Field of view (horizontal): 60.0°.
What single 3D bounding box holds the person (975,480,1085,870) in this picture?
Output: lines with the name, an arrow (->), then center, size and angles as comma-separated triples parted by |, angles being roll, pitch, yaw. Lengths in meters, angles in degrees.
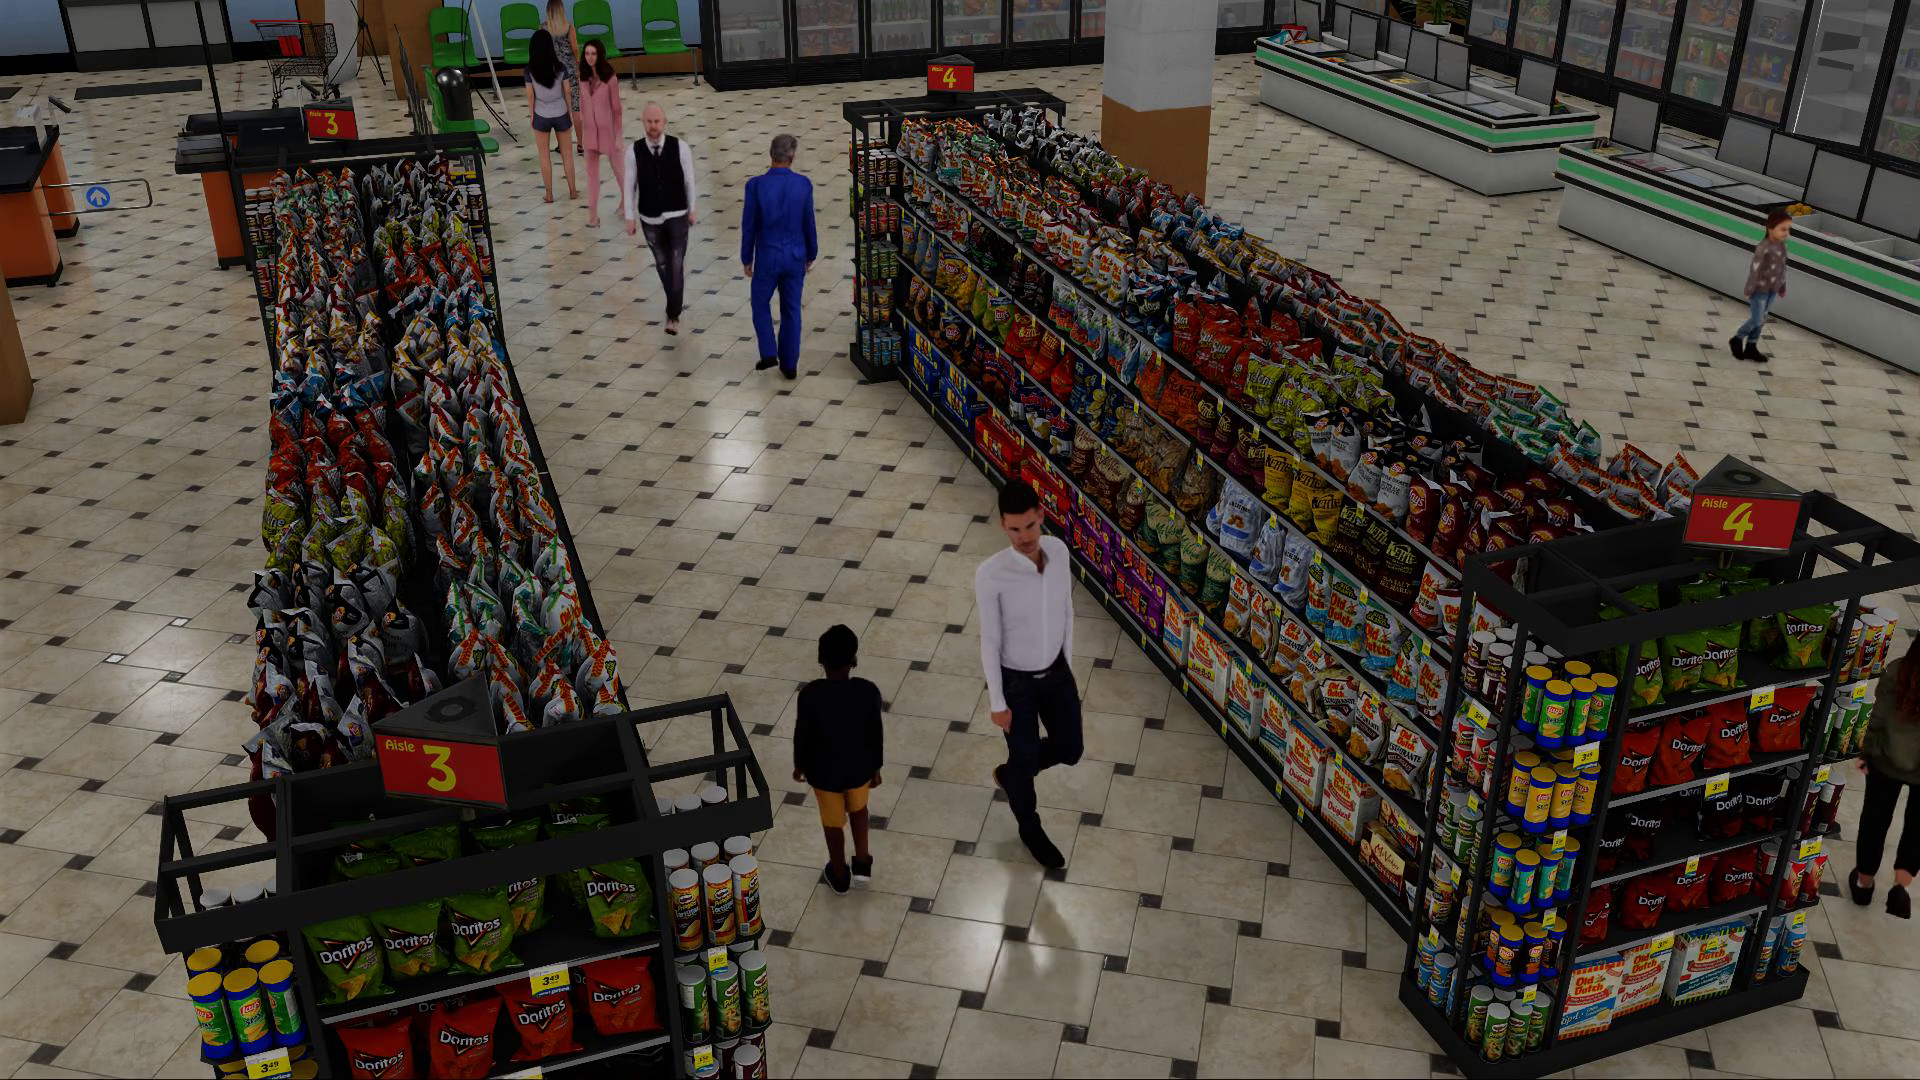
person -> 0.240, 0.540, 7.148 | 0.744, 1.846, 0.828 | -18, 32, -31

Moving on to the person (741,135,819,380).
person -> -1.298, -2.043, 12.298 | 0.770, 1.794, 0.678 | -8, 28, -15

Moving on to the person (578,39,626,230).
person -> -3.390, -3.902, 16.019 | 1.061, 1.743, 1.244 | 6, 28, 12

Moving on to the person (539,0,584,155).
person -> -4.451, -5.197, 18.616 | 0.614, 1.706, 0.580 | -2, 27, -4

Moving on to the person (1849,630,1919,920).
person -> 3.888, 0.940, 6.774 | 0.795, 1.471, 0.857 | 11, 29, 21

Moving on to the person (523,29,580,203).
person -> -4.146, -4.295, 16.837 | 0.588, 1.706, 0.512 | -9, 28, -17

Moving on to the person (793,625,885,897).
person -> -0.487, 0.965, 6.956 | 0.515, 1.260, 0.556 | -9, 28, -18

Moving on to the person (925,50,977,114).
person -> -0.080, -3.394, 14.852 | 0.746, 1.895, 0.798 | 11, 29, 21

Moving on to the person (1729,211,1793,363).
person -> 6.155, -1.961, 12.807 | 0.513, 1.188, 0.552 | -14, 30, -25

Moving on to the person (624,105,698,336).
person -> -2.377, -2.584, 13.389 | 0.948, 1.772, 1.301 | -1, 27, -3
